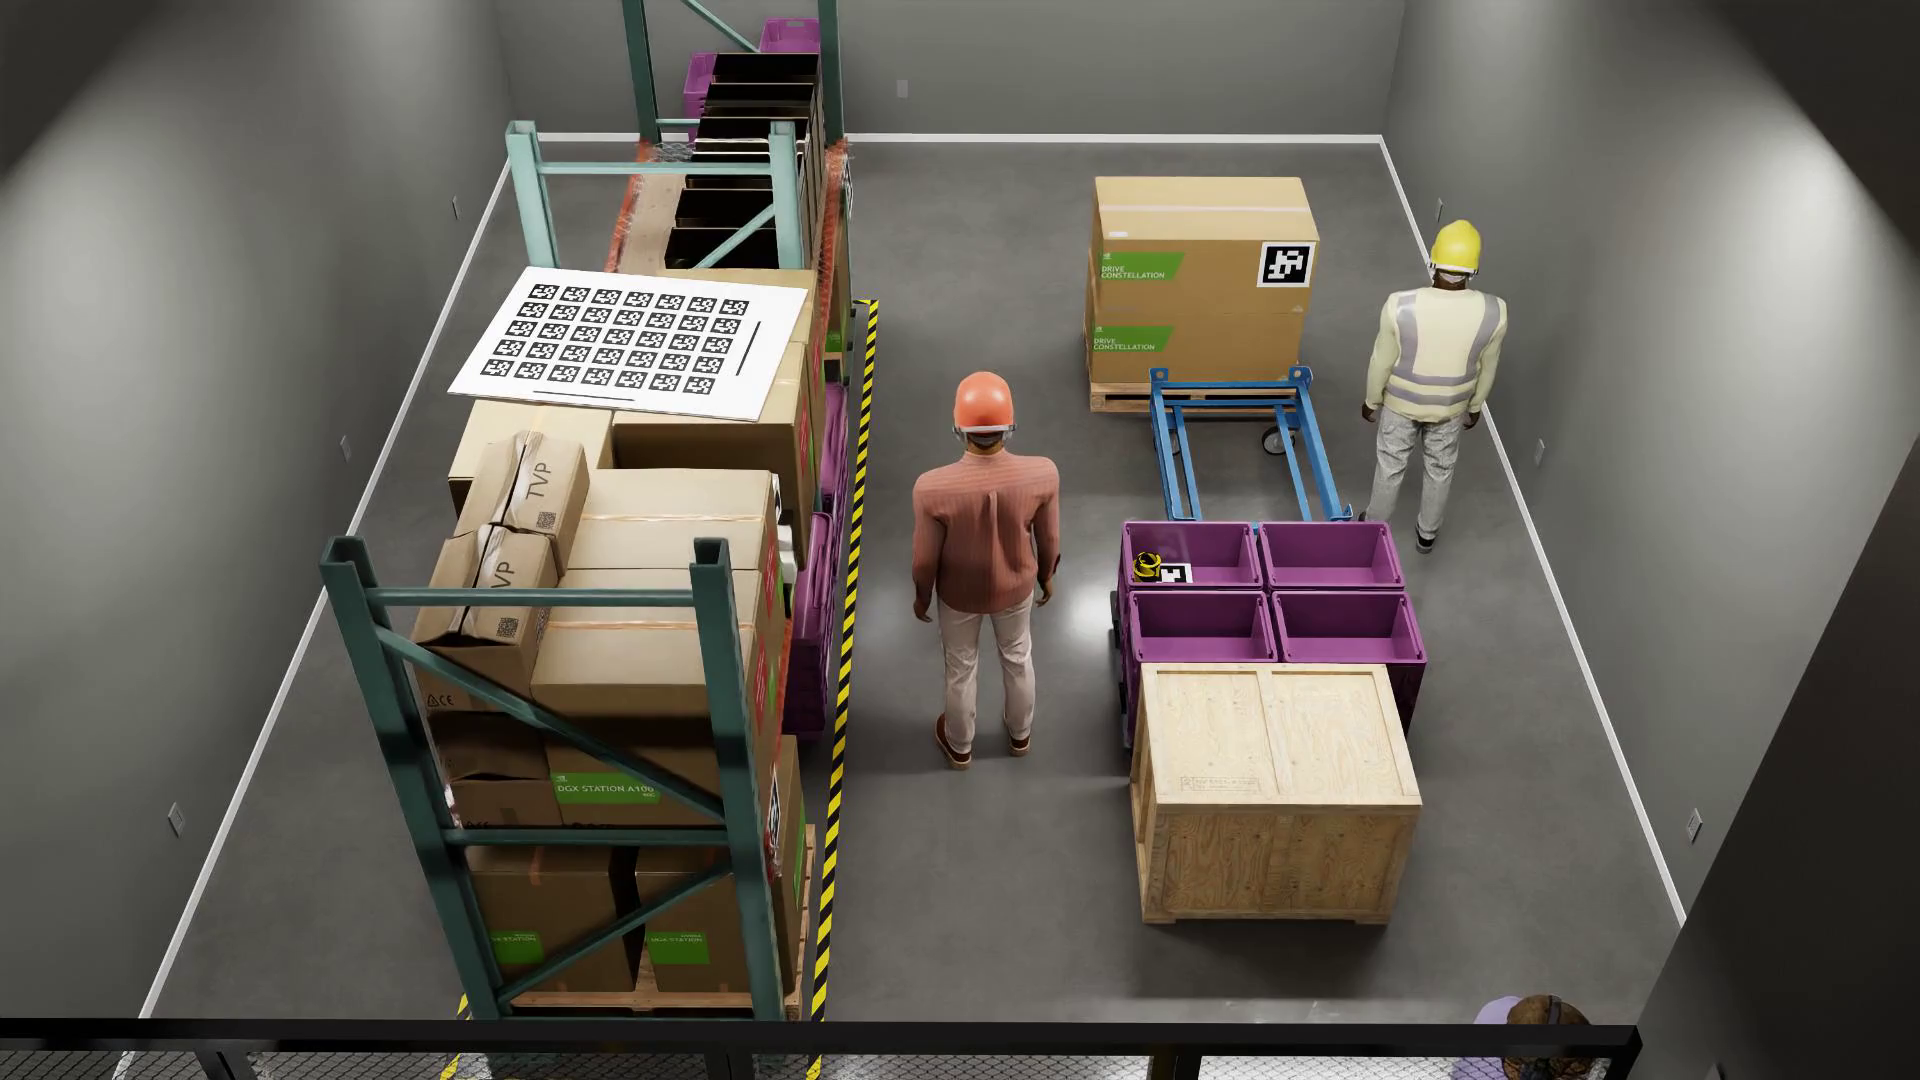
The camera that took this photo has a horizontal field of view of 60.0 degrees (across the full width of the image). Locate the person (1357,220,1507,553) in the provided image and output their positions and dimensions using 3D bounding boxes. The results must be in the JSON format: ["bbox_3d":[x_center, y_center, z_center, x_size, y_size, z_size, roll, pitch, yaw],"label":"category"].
[{"bbox_3d":[2.233,-0.702,7.993,0.592,1.833,0.404,3,41,4],"label":"person"}]

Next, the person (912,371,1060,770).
[{"bbox_3d":[0.100,0.158,6.893,0.622,1.990,0.397,-9,42,-10],"label":"person"}]

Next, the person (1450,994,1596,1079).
[{"bbox_3d":[1.528,1.937,4.905,0.372,1.940,0.631,11,42,12],"label":"person"}]
